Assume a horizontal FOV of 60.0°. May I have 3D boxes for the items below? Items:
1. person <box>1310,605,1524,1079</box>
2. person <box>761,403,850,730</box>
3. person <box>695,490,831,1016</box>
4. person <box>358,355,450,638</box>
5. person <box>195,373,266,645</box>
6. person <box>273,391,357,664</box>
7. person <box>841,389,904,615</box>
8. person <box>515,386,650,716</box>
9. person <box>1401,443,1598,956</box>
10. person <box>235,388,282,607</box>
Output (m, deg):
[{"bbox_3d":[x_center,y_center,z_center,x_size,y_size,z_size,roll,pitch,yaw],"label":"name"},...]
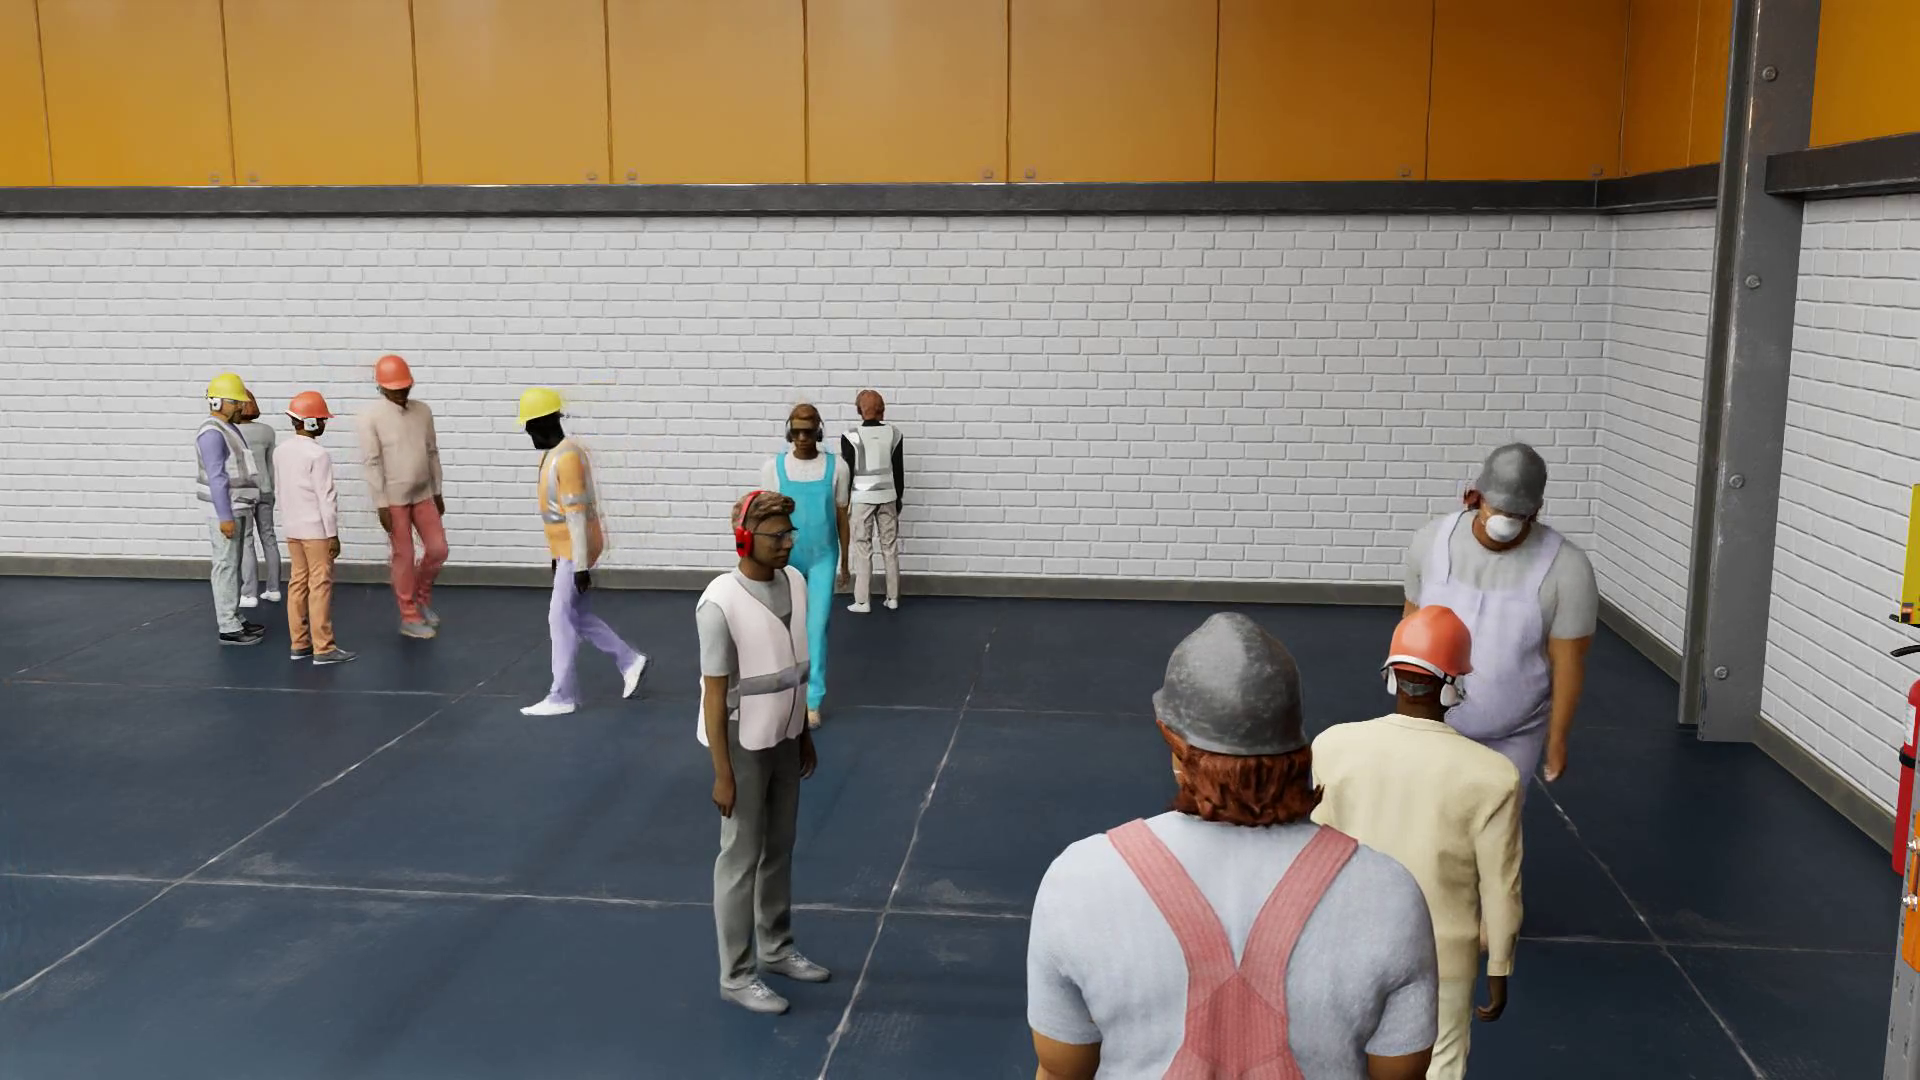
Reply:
[{"bbox_3d":[1.183,1.031,4.355,0.565,1.746,0.347,6,12,31],"label":"person"},{"bbox_3d":[-0.886,0.103,9.518,0.527,1.806,0.960,0,10,-1],"label":"person"},{"bbox_3d":[-0.716,0.730,5.830,0.396,1.840,0.568,5,11,25],"label":"person"},{"bbox_3d":[-3.761,-0.284,11.302,0.412,1.955,0.631,7,12,34],"label":"person"},{"bbox_3d":[-4.923,-0.211,11.237,0.404,1.825,0.587,-3,10,-16],"label":"person"},{"bbox_3d":[-4.158,-0.084,10.714,0.573,1.749,0.343,8,12,37],"label":"person"},{"bbox_3d":[-0.640,-0.275,12.135,0.522,1.638,0.310,-6,11,-30],"label":"person"},{"bbox_3d":[-2.169,0.054,9.573,0.746,1.887,0.653,-4,11,-24],"label":"person"},{"bbox_3d":[1.926,0.583,6.077,0.711,2.000,0.692,5,11,27],"label":"person"},{"bbox_3d":[-5.297,-0.317,12.390,0.285,1.633,0.499,5,11,26],"label":"person"}]
